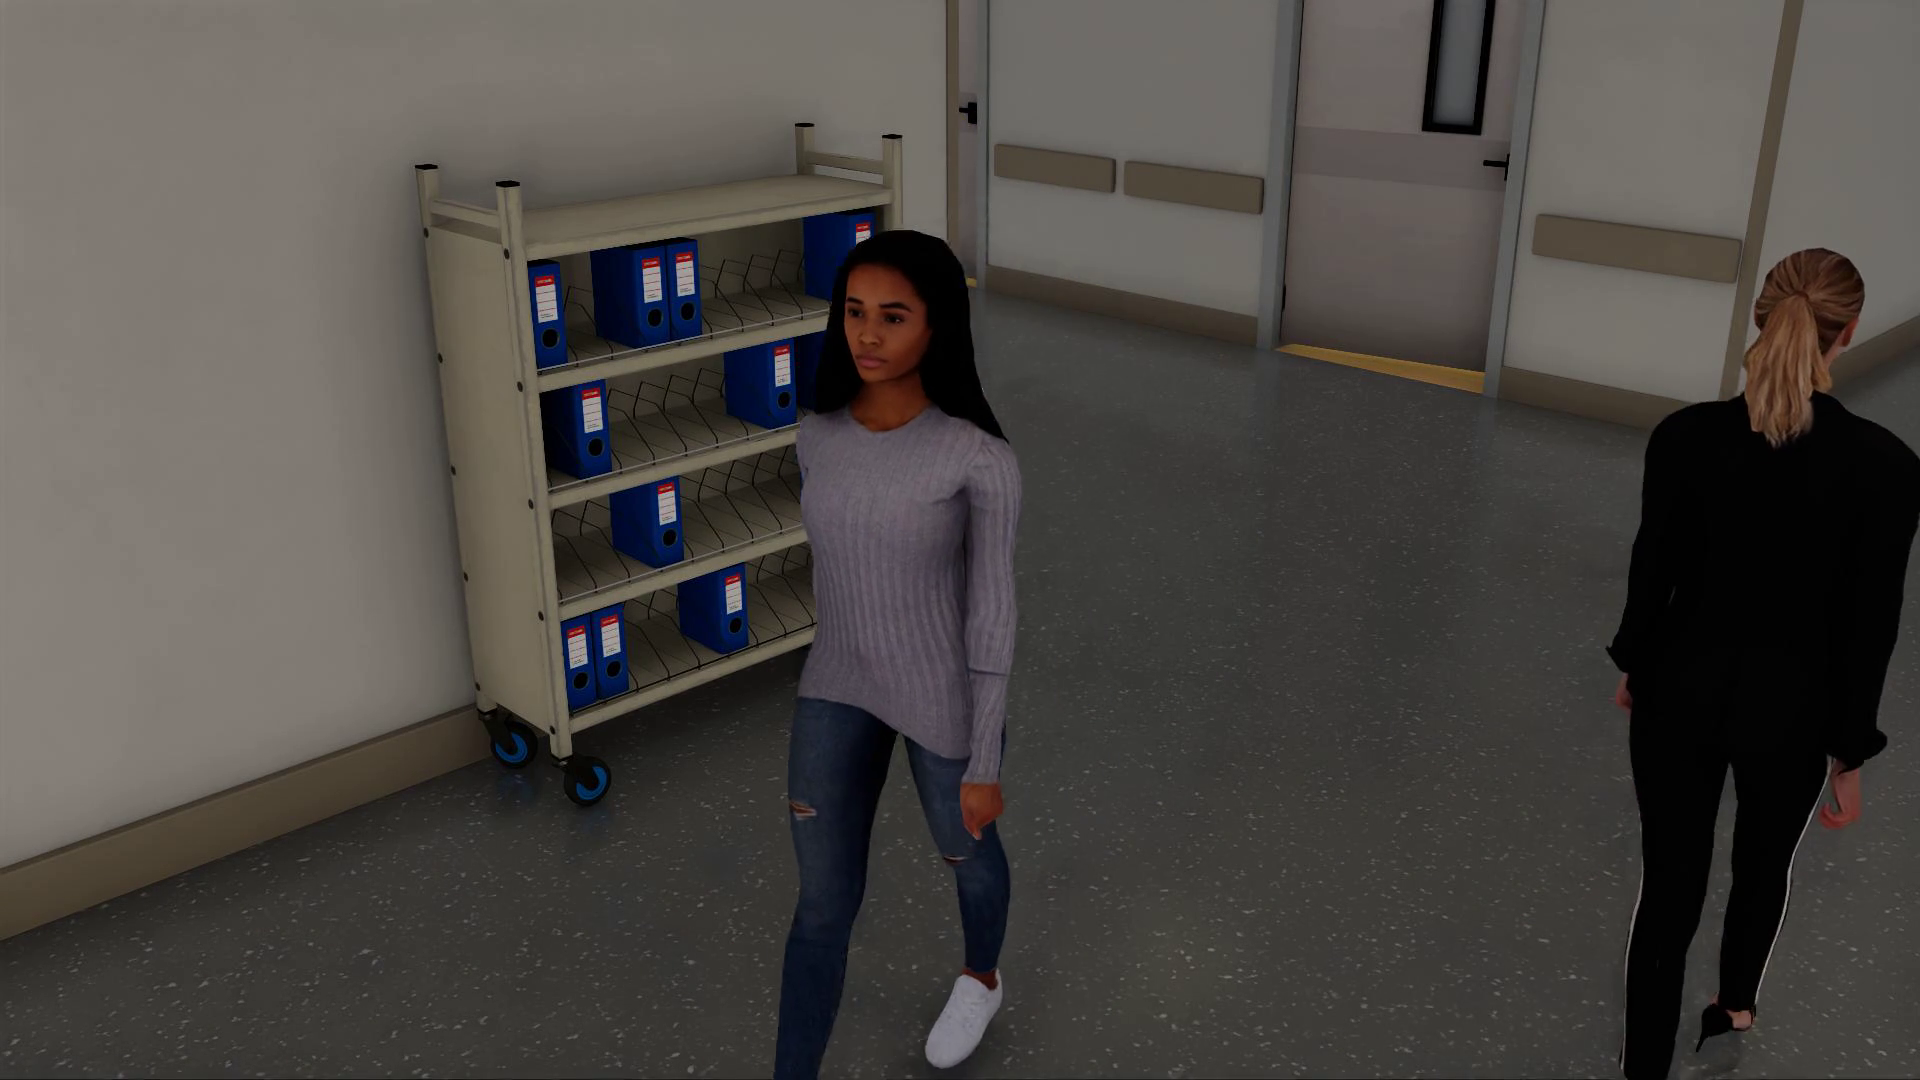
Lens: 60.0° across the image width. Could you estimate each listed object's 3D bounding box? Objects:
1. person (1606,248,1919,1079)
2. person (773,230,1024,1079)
[{"bbox_3d":[1.324,0.369,2.901,0.734,1.682,0.905,14,25,32],"label":"person"},{"bbox_3d":[-0.048,0.288,3.091,0.850,1.699,1.177,11,23,26],"label":"person"}]
